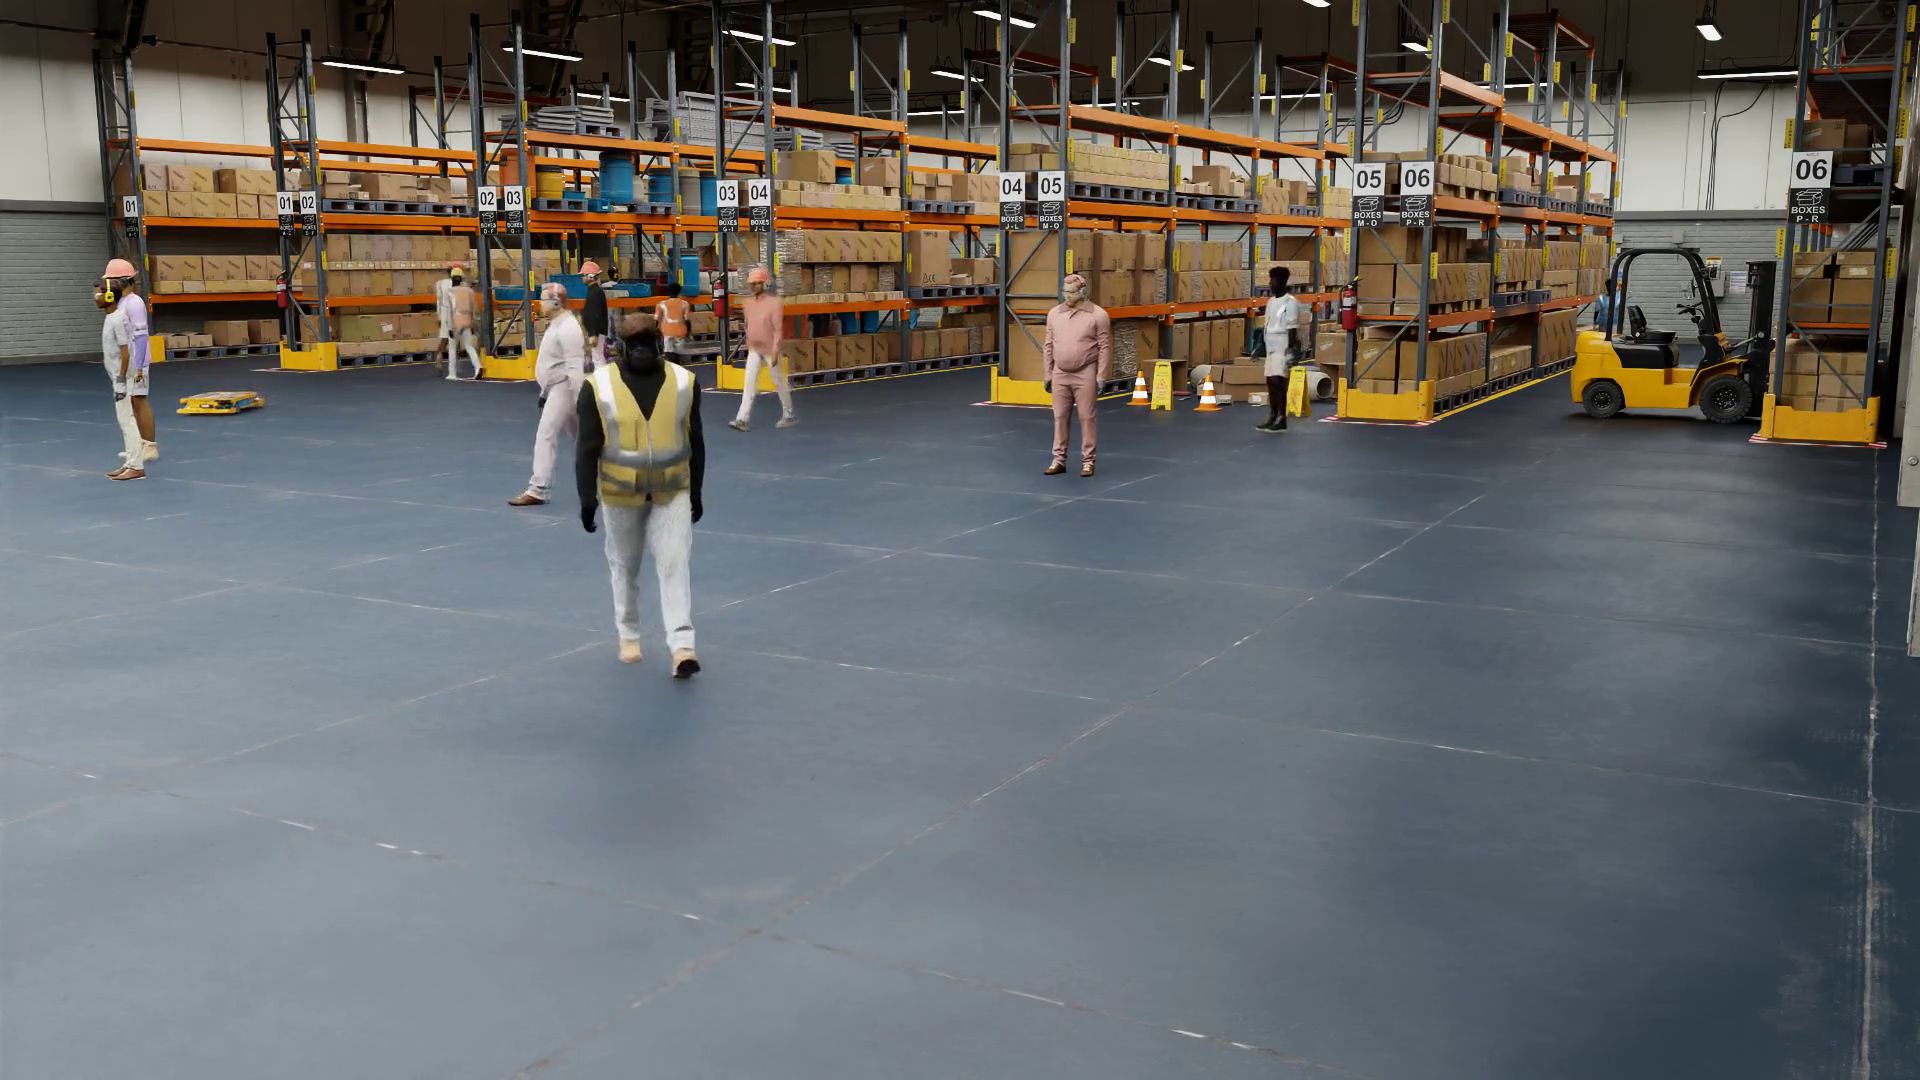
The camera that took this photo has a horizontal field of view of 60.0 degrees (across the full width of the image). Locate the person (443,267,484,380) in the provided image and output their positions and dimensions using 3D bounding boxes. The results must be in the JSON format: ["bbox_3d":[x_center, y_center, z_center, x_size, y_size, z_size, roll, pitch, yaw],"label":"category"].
[{"bbox_3d":[-8.326,-3.610,27.842,0.595,1.889,0.816,-9,13,-42],"label":"person"}]

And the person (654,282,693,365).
[{"bbox_3d":[-4.536,-3.200,26.057,0.649,1.641,0.817,-3,10,-17],"label":"person"}]

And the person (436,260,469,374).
[{"bbox_3d":[-8.858,-3.860,28.935,0.648,2.009,0.756,1,10,6],"label":"person"}]

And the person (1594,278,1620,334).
[{"bbox_3d":[12.016,-4.009,30.794,0.538,1.674,0.707,5,11,26],"label":"person"}]

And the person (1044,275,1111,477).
[{"bbox_3d":[1.080,-1.543,15.692,0.643,1.899,0.399,5,11,25],"label":"person"}]

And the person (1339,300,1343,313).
[{"bbox_3d":[9.110,-5.526,38.984,0.481,1.911,0.659,-4,11,-24],"label":"person"}]

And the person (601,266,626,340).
[{"bbox_3d":[-6.766,-4.405,32.530,0.532,1.869,0.311,4,11,23],"label":"person"}]

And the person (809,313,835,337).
[{"bbox_3d":[-2.787,-4.631,33.490,0.618,1.993,0.394,5,11,26],"label":"person"}]

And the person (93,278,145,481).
[{"bbox_3d":[-7.807,-1.483,15.422,0.330,1.872,0.512,-6,11,-30],"label":"person"}]

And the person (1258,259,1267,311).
[{"bbox_3d":[7.232,-5.577,38.893,0.827,2.000,0.694,1,10,4],"label":"person"}]

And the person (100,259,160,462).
[{"bbox_3d":[-8.377,-1.799,16.767,0.392,2.041,0.615,-7,12,-36],"label":"person"}]

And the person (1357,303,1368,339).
[{"bbox_3d":[8.748,-5.043,36.308,0.510,1.860,0.333,2,10,11],"label":"person"}]

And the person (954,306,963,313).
[{"bbox_3d":[0.100,-5.269,37.827,0.950,1.795,0.632,-7,12,-37],"label":"person"}]

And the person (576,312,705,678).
[{"bbox_3d":[-1.564,-0.217,8.235,0.650,1.788,0.968,-3,10,-17],"label":"person"}]

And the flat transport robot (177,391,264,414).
[{"bbox_3d":[-9.849,-1.837,22.171,0.652,0.197,1.431,-1,10,-5],"label":"flat transport robot"}]

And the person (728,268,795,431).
[{"bbox_3d":[-2.354,-2.280,19.909,0.636,1.936,1.075,6,11,30],"label":"person"}]

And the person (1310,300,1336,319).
[{"bbox_3d":[8.397,-5.417,38.610,0.634,1.825,0.624,7,12,34],"label":"person"}]

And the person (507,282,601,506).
[{"bbox_3d":[-3.291,-1.224,13.957,0.988,1.867,0.637,-3,10,-16],"label":"person"}]

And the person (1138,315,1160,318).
[{"bbox_3d":[3.901,-4.781,34.555,0.542,1.930,0.366,4,11,24],"label":"person"}]

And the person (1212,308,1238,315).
[{"bbox_3d":[5.828,-5.124,36.645,0.654,1.894,0.944,4,10,22],"label":"person"}]

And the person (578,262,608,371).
[{"bbox_3d":[-5.141,-2.904,23.374,0.395,1.994,0.612,-2,10,-13],"label":"person"}]

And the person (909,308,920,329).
[{"bbox_3d":[-1.084,-5.059,36.429,0.389,1.846,0.566,-8,12,-38],"label":"person"}]

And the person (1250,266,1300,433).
[{"bbox_3d":[3.728,-2.249,19.646,0.434,1.960,0.624,-3,10,-16],"label":"person"}]
